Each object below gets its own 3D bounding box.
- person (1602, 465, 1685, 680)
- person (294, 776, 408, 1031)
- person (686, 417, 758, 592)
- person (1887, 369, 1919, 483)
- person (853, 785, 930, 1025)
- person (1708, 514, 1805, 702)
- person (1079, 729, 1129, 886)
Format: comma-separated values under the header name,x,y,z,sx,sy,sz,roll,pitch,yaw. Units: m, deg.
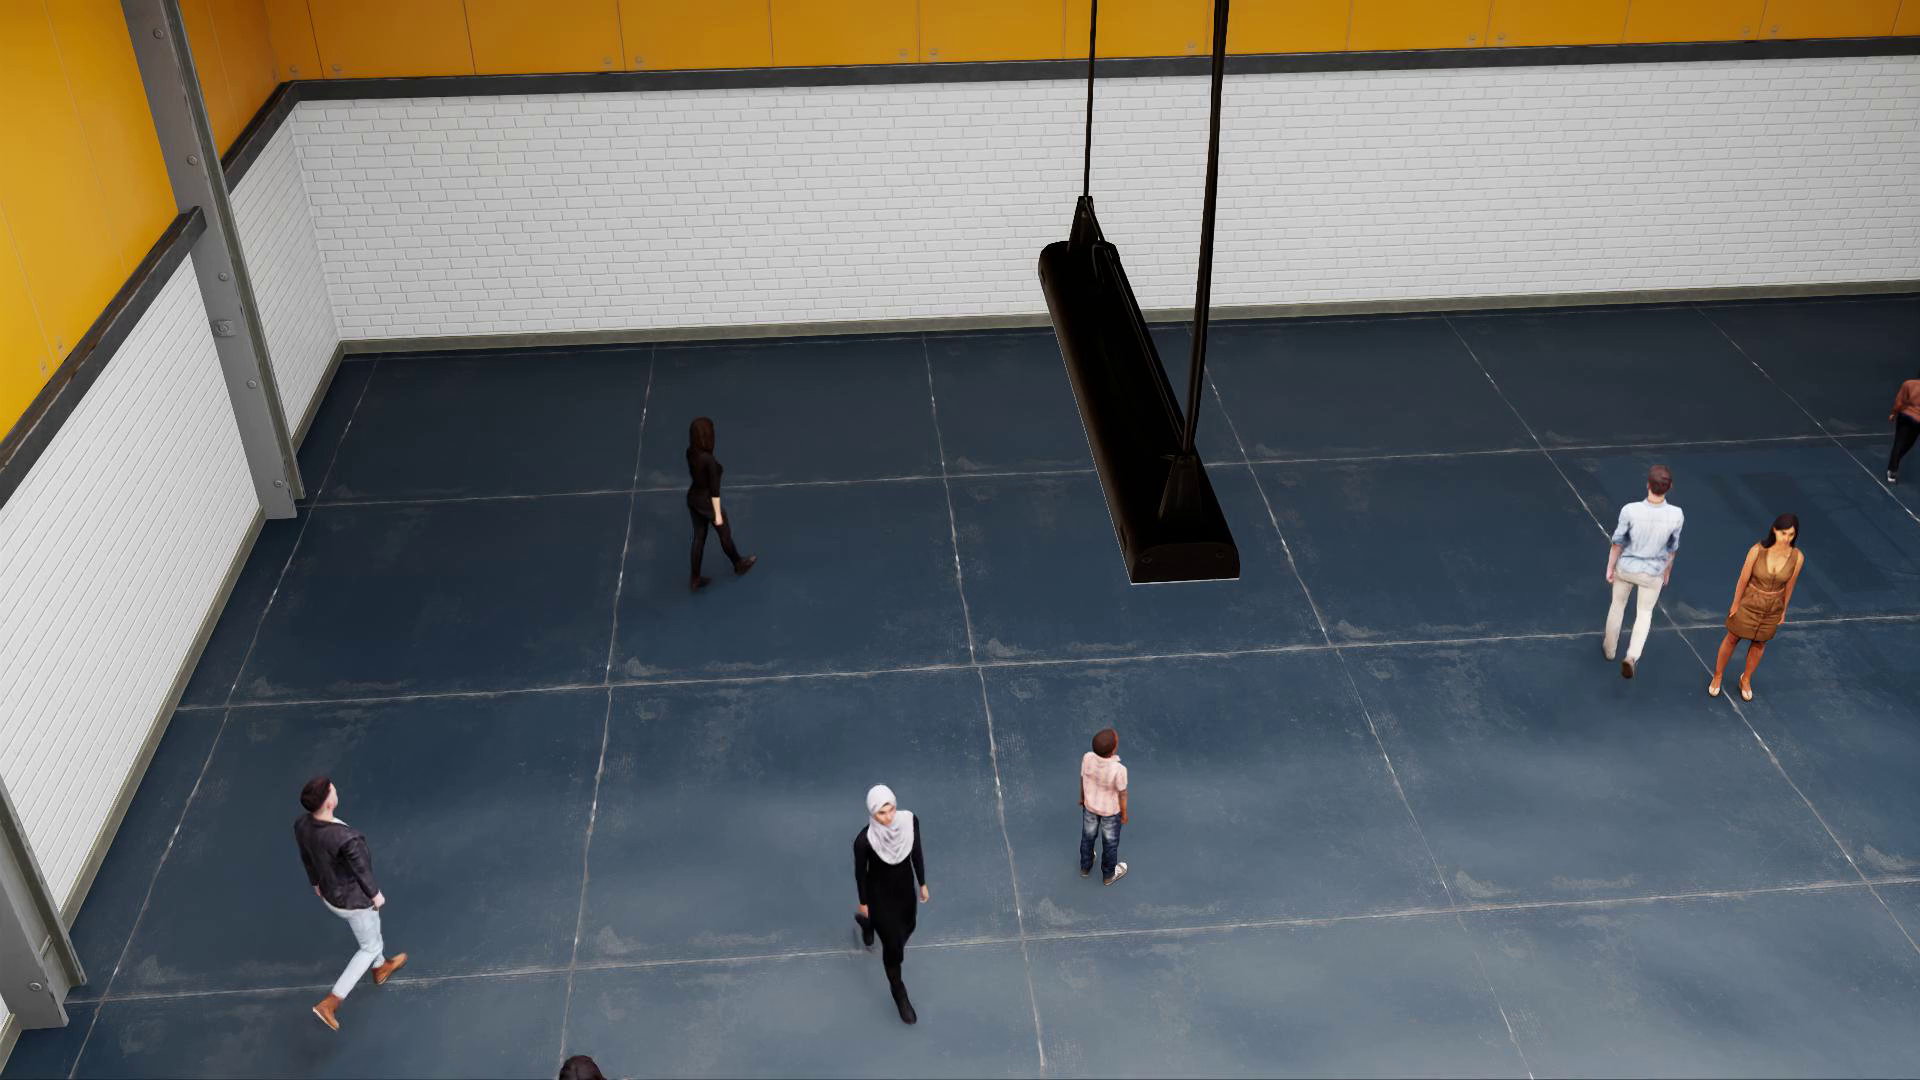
name,x,y,z,sx,sy,sz,roll,pitch,yaw
person,5.380,0.289,13.160,0.898,1.831,1.056,12,35,17
person,-3.813,2.239,10.243,1.012,1.812,1.132,18,38,25
person,-2.223,-0.272,14.194,0.946,1.621,1.000,27,42,34
person,9.057,-1.127,15.842,0.813,1.221,0.958,16,37,23
person,-0.471,2.171,10.396,0.922,1.756,1.125,-19,38,-26
person,6.216,0.520,12.944,0.618,1.686,0.603,7,34,11
person,0.968,1.804,11.354,0.591,1.307,0.629,18,38,25
